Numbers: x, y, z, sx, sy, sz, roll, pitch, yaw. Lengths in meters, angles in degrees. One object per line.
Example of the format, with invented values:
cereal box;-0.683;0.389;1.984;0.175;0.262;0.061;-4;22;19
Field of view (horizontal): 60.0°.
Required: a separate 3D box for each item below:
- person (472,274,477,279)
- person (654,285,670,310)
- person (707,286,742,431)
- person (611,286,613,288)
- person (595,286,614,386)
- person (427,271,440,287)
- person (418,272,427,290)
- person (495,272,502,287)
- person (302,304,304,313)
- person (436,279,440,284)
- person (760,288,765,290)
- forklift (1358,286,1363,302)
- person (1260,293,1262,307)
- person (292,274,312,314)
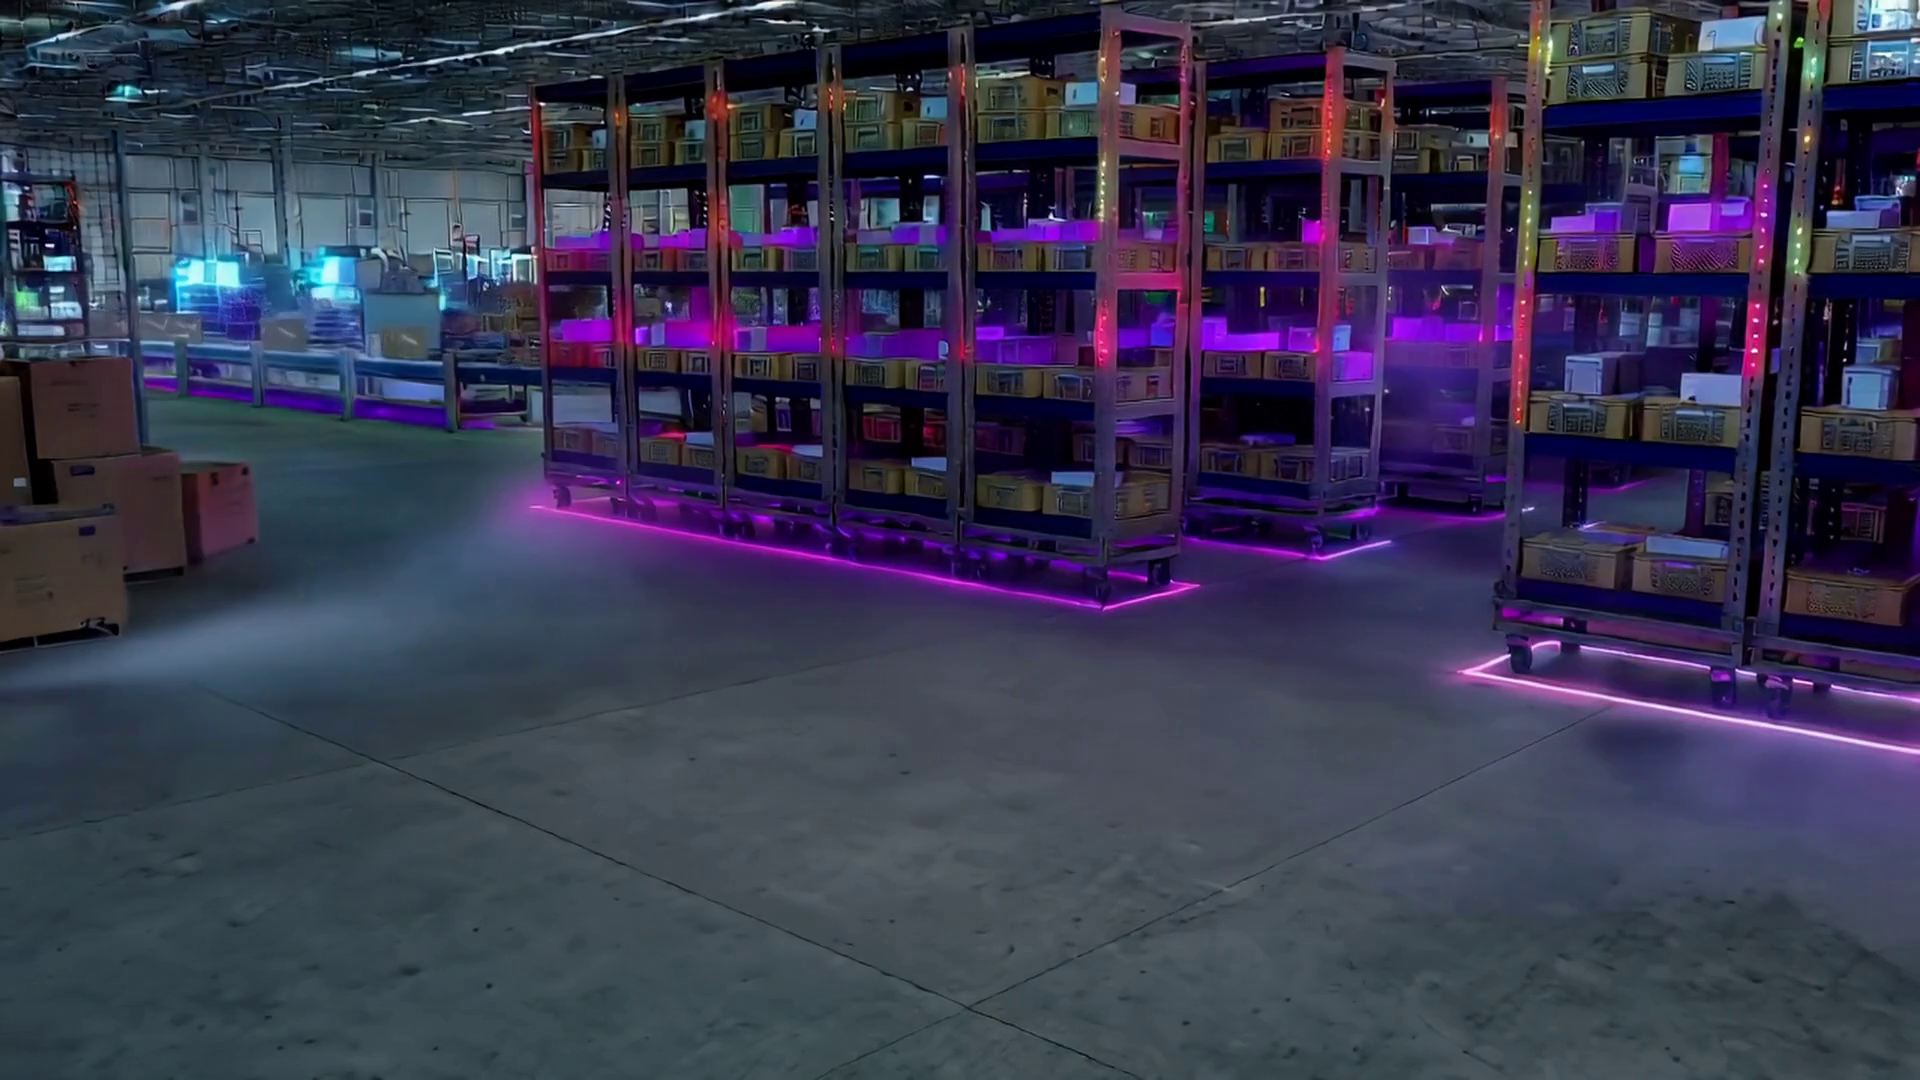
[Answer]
person;-24.852;-12.715;85.172;0.811;1.814;0.628;-2;10;-13
person;-9.238;-7.194;51.754;0.528;1.667;0.801;-8;12;-42
person;-2.605;-1.900;18.581;0.403;1.904;0.651;-7;11;-35
person;-11.399;-7.714;54.549;0.850;1.808;0.612;9;13;43
person;-6.193;-3.602;29.442;0.530;1.768;0.312;-5;11;-29
person;-18.734;-8.589;59.313;0.618;1.993;0.396;5;11;29
person;-24.252;-11.101;74.923;0.641;1.925;0.422;8;12;40
person;-23.615;-12.832;85.678;0.603;1.876;0.934;7;12;38
person;-24.793;-9.062;63.016;0.649;1.737;0.576;1;9;6
person;-25.402;-11.968;80.869;0.751;1.718;0.484;6;11;31
person;-8.203;-10.178;69.228;0.543;1.939;0.355;2;10;14
forklift;11.100;-7.017;46.970;1.873;2.768;1.129;9;13;43
person;10.269;-8.236;58.136;0.579;1.671;0.377;6;11;32
person;-24.580;-9.071;62.127;0.674;2.000;0.535;-4;10;-24
